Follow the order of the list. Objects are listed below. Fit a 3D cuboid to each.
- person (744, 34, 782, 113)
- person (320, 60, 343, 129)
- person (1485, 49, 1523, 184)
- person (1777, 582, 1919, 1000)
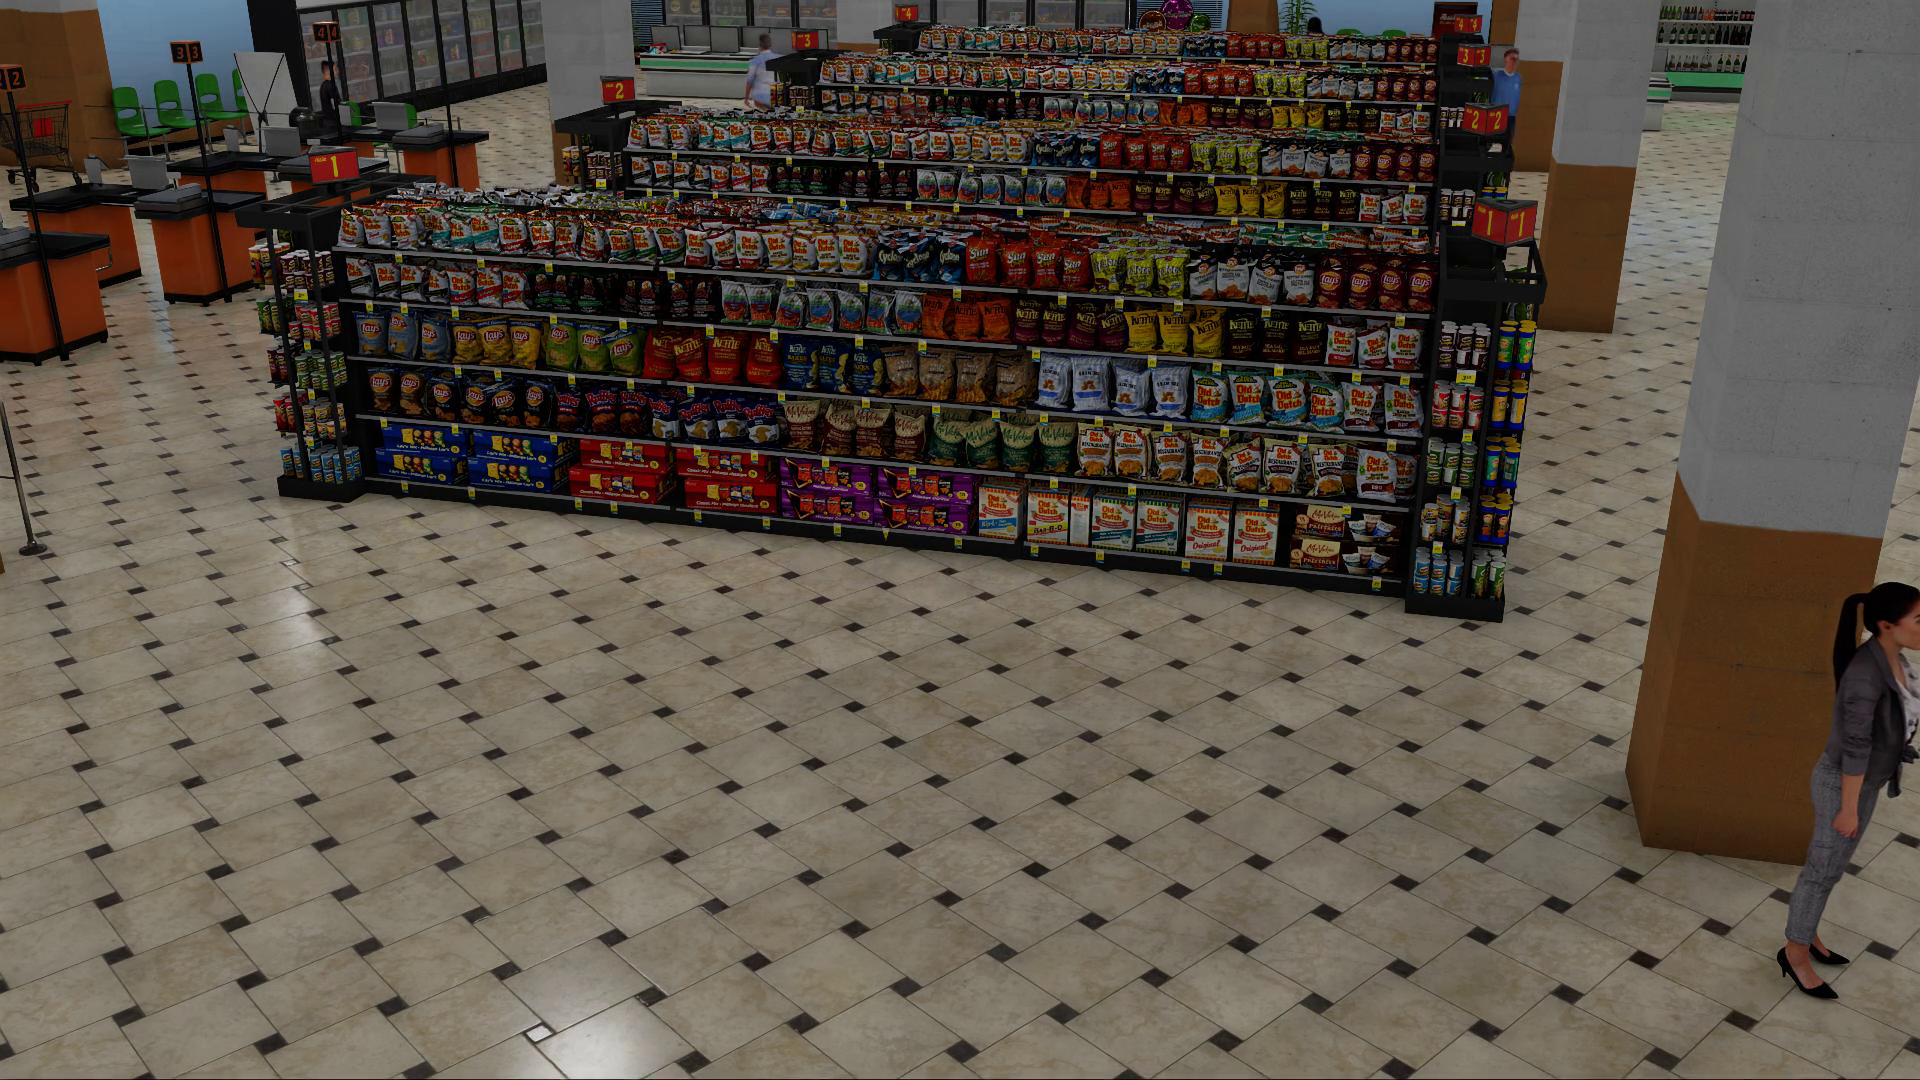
[{"bbox_3d":[-2.882,-6.621,24.943,1.050,1.791,1.139,-14,26,-31],"label":"person"},{"bbox_3d":[-8.292,-5.451,22.070,0.772,1.762,0.716,-12,25,-27],"label":"person"},{"bbox_3d":[7.491,-5.903,23.147,1.107,1.798,0.980,-3,22,-8],"label":"person"},{"bbox_3d":[3.376,0.930,6.305,0.703,1.676,0.705,16,27,34],"label":"person"}]
